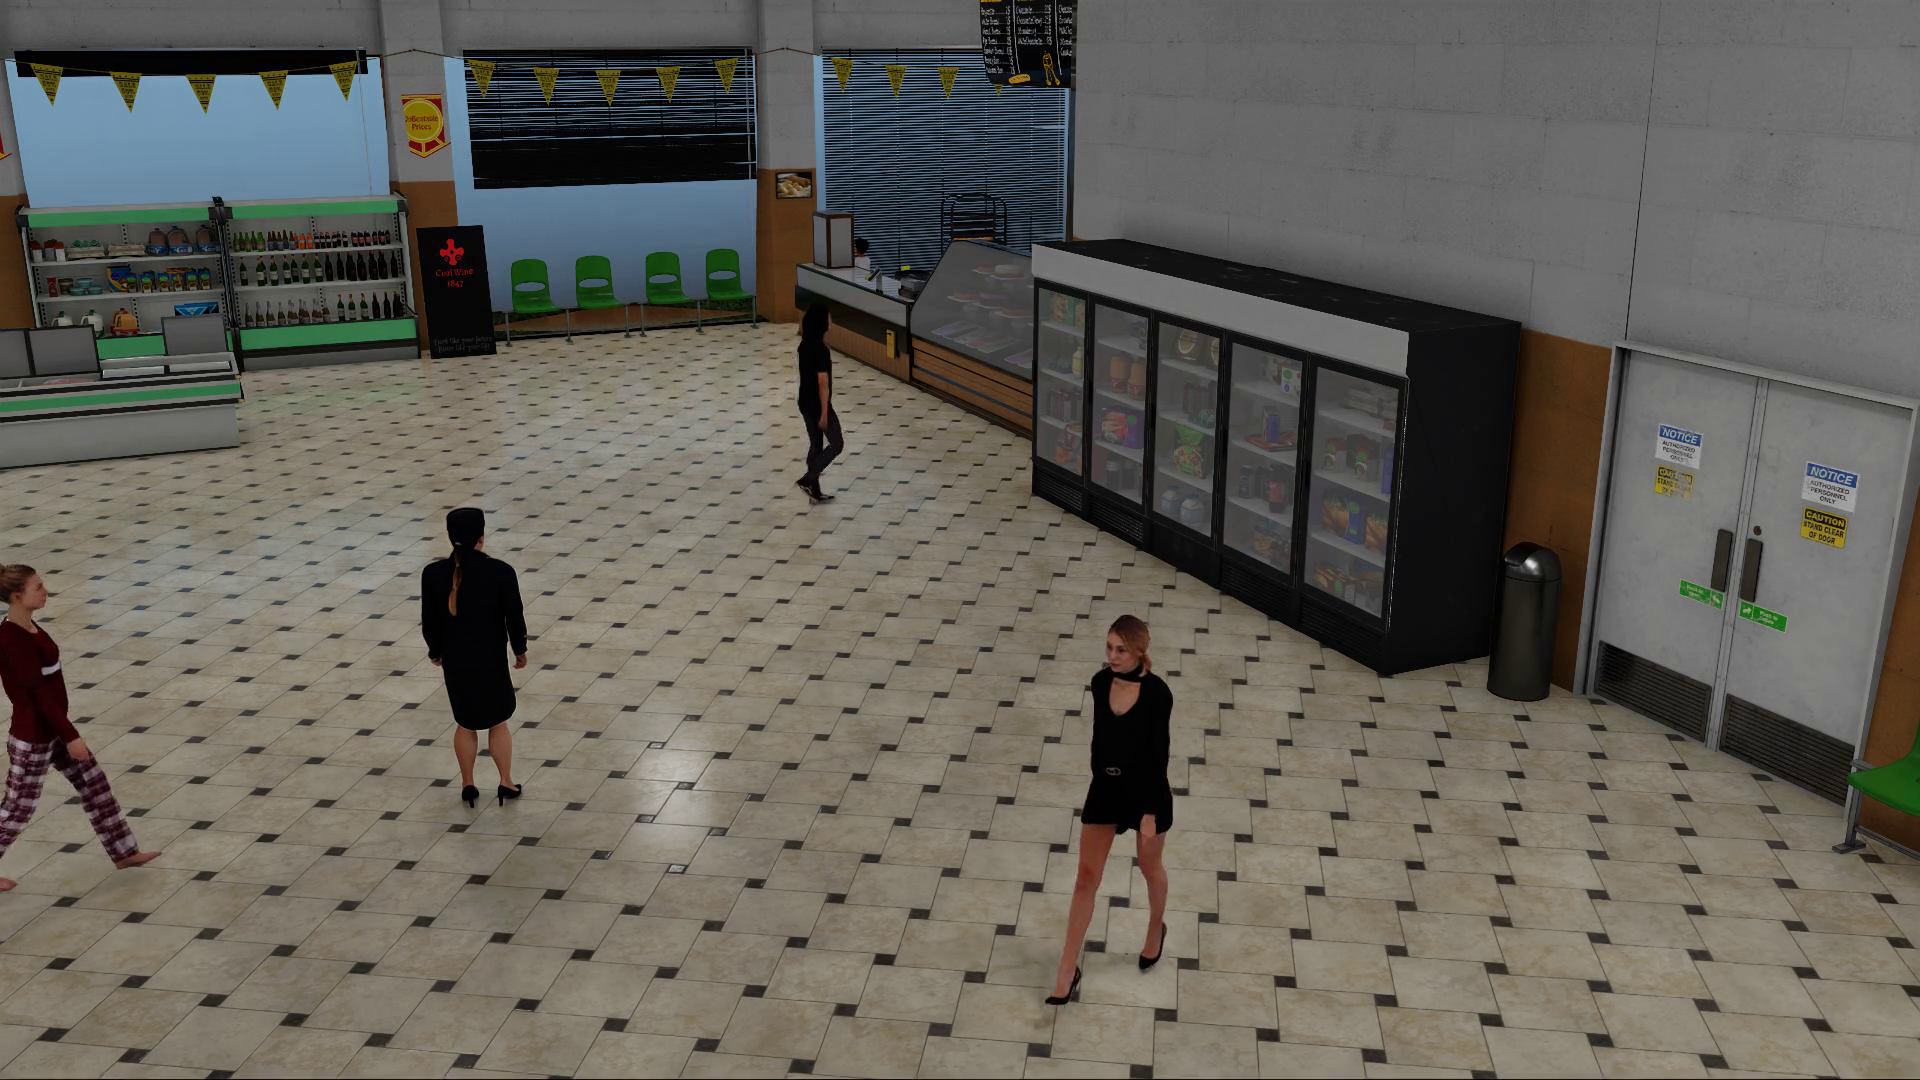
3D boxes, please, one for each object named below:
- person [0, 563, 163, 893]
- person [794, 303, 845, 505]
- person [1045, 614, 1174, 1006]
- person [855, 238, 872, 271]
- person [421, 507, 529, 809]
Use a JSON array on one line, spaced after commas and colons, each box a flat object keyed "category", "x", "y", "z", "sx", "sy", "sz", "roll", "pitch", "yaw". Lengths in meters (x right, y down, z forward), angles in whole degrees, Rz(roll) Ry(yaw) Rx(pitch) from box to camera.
[{"category": "person", "x": -4.539, "y": 0.952, "z": 8.039, "sx": 1.144, "sy": 1.652, "sz": 0.722, "roll": -5, "pitch": 18, "yaw": -17}, {"category": "person", "x": -1.352, "y": -1.190, "z": 14.803, "sx": 0.755, "sy": 1.821, "sz": 0.691, "roll": -11, "pitch": 20, "yaw": -33}, {"category": "person", "x": 0.788, "y": 1.140, "z": 7.284, "sx": 0.935, "sy": 1.731, "sz": 1.132, "roll": 11, "pitch": 20, "yaw": 32}, {"category": "person", "x": -1.430, "y": -3.773, "z": 24.271, "sx": 0.621, "sy": 1.262, "sz": 0.535, "roll": 15, "pitch": 22, "yaw": 40}, {"category": "person", "x": -2.627, "y": 0.648, "z": 9.008, "sx": 0.710, "sy": 1.671, "sz": 0.851, "roll": -1, "pitch": 17, "yaw": -2}]
